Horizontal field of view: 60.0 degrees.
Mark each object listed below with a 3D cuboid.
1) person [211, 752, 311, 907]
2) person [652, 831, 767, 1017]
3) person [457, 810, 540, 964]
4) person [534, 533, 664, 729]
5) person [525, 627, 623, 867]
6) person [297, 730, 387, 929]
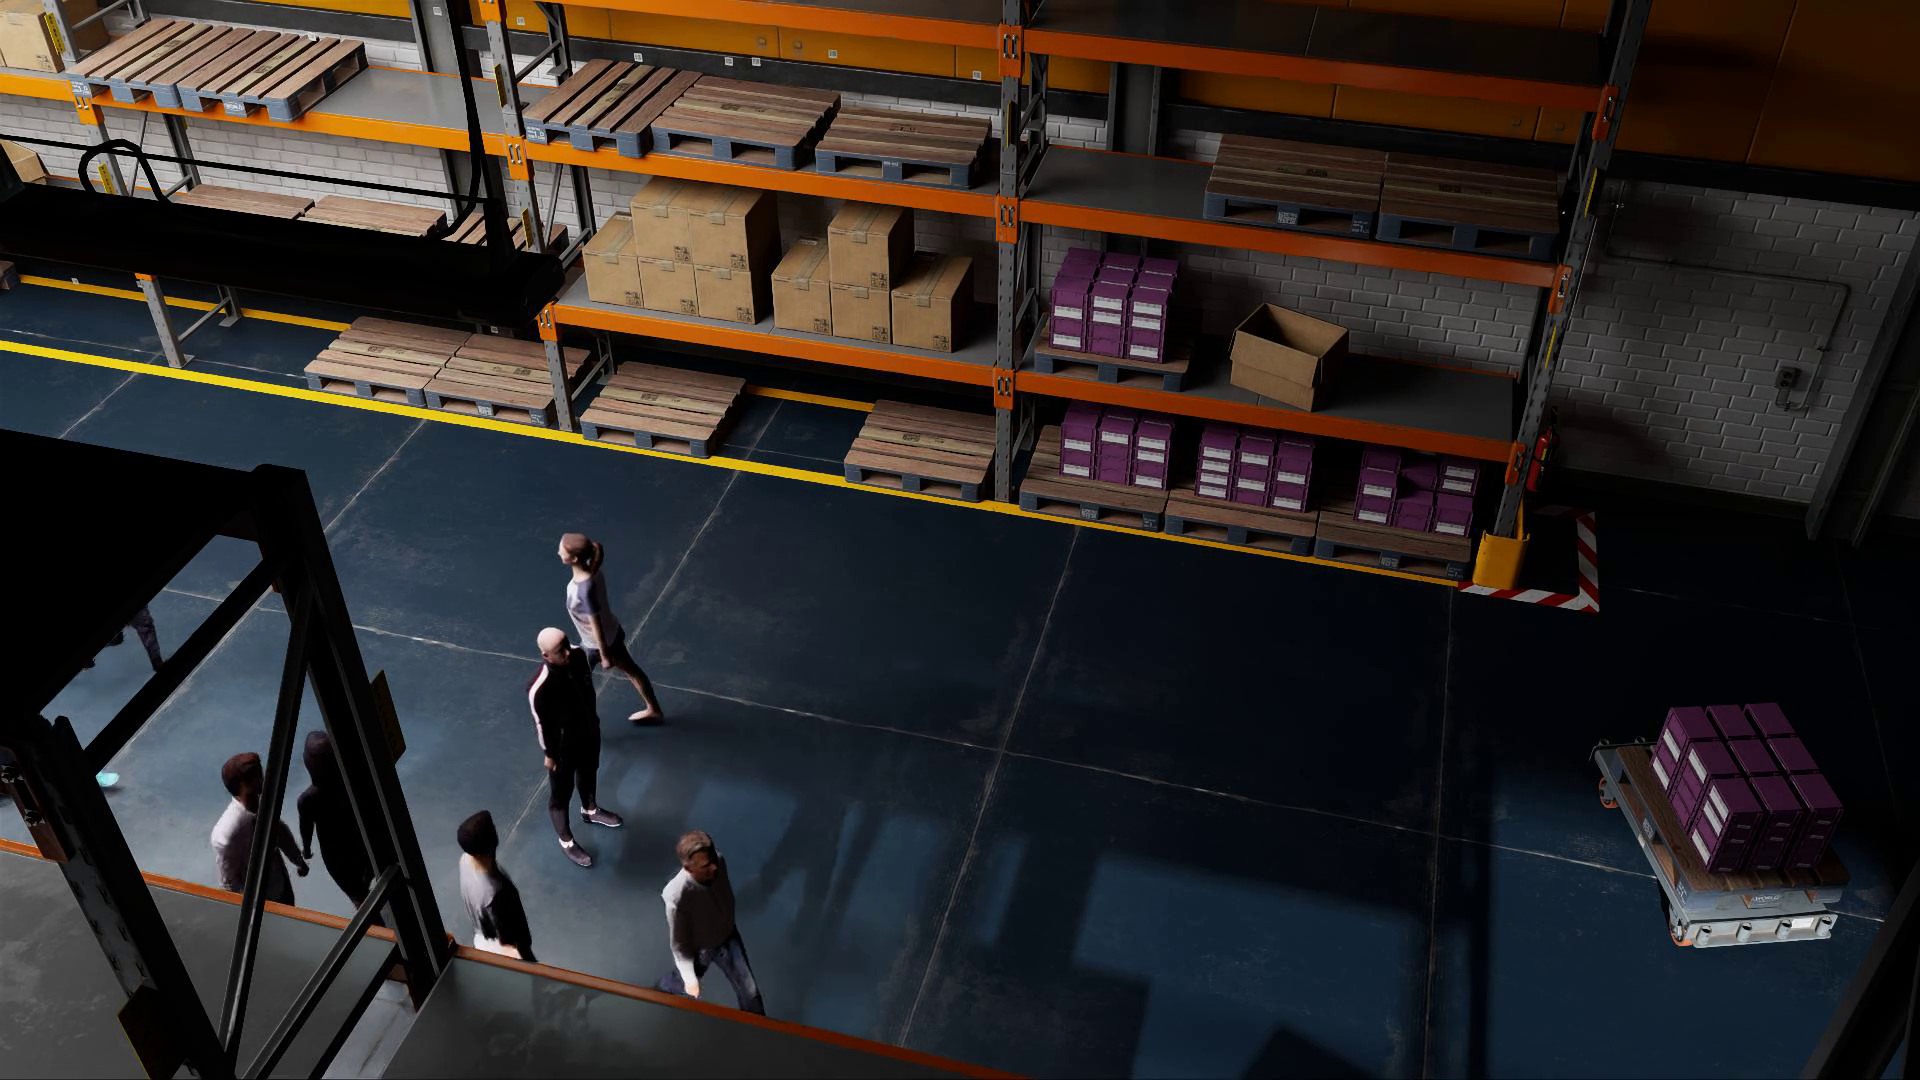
[{"bbox_3d":[-4.070,2.035,9.607,0.675,1.804,0.815,11,40,13],"label":"person"},{"bbox_3d":[-1.504,2.243,9.369,1.270,1.776,0.913,22,43,25],"label":"person"},{"bbox_3d":[-2.568,2.288,9.257,0.928,1.846,0.860,-14,41,-17],"label":"person"},{"bbox_3d":[-2.380,0.670,11.385,1.173,1.719,0.807,-2,39,-2],"label":"person"},{"bbox_3d":[-2.488,1.251,10.563,0.634,1.836,0.711,16,41,20],"label":"person"},{"bbox_3d":[-3.538,1.904,9.801,1.149,1.767,0.919,30,47,32],"label":"person"}]
